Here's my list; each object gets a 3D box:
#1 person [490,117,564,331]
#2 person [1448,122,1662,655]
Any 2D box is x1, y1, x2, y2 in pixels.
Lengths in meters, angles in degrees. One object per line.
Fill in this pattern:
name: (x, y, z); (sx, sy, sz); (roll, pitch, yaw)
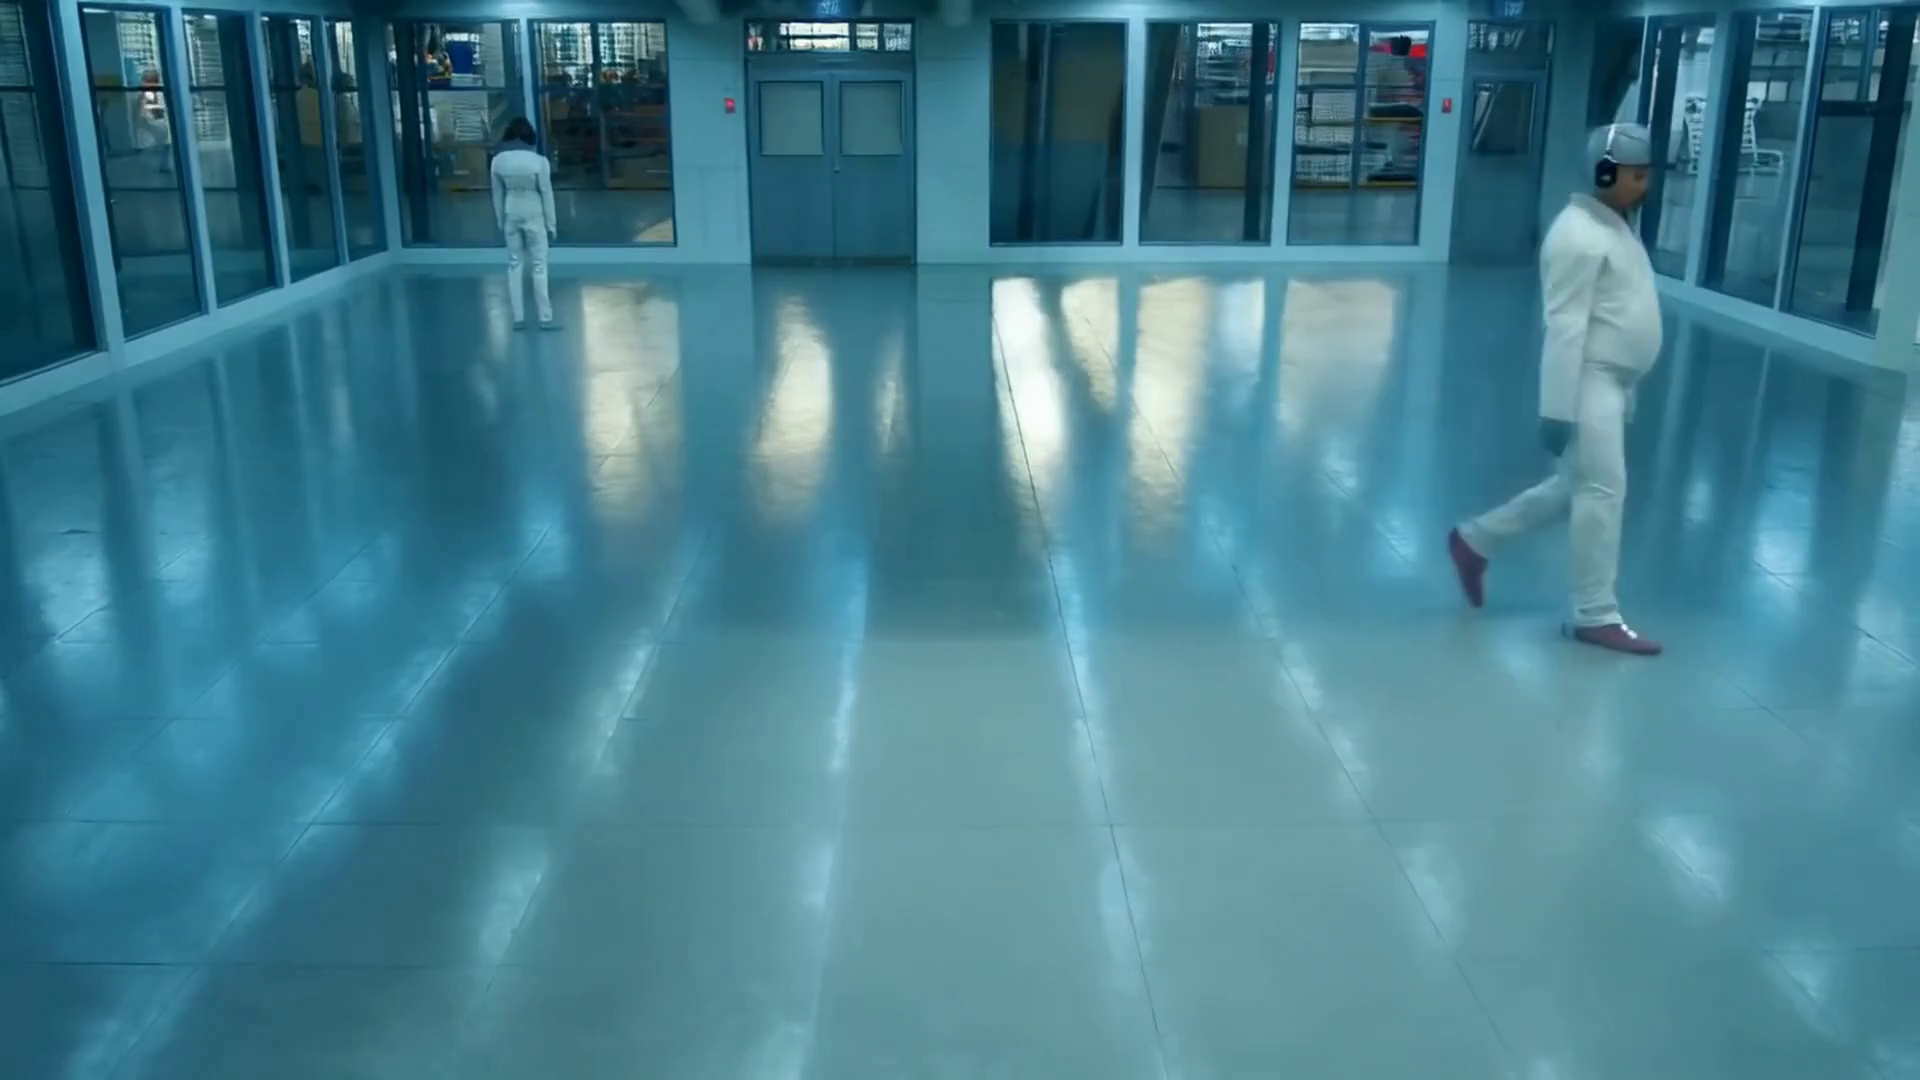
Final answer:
person: (-3.354, -2.432, 12.854); (0.498, 1.633, 0.279); (4, 17, 13)
person: (2.216, -0.555, 6.039); (0.787, 1.884, 0.650); (11, 19, 32)
